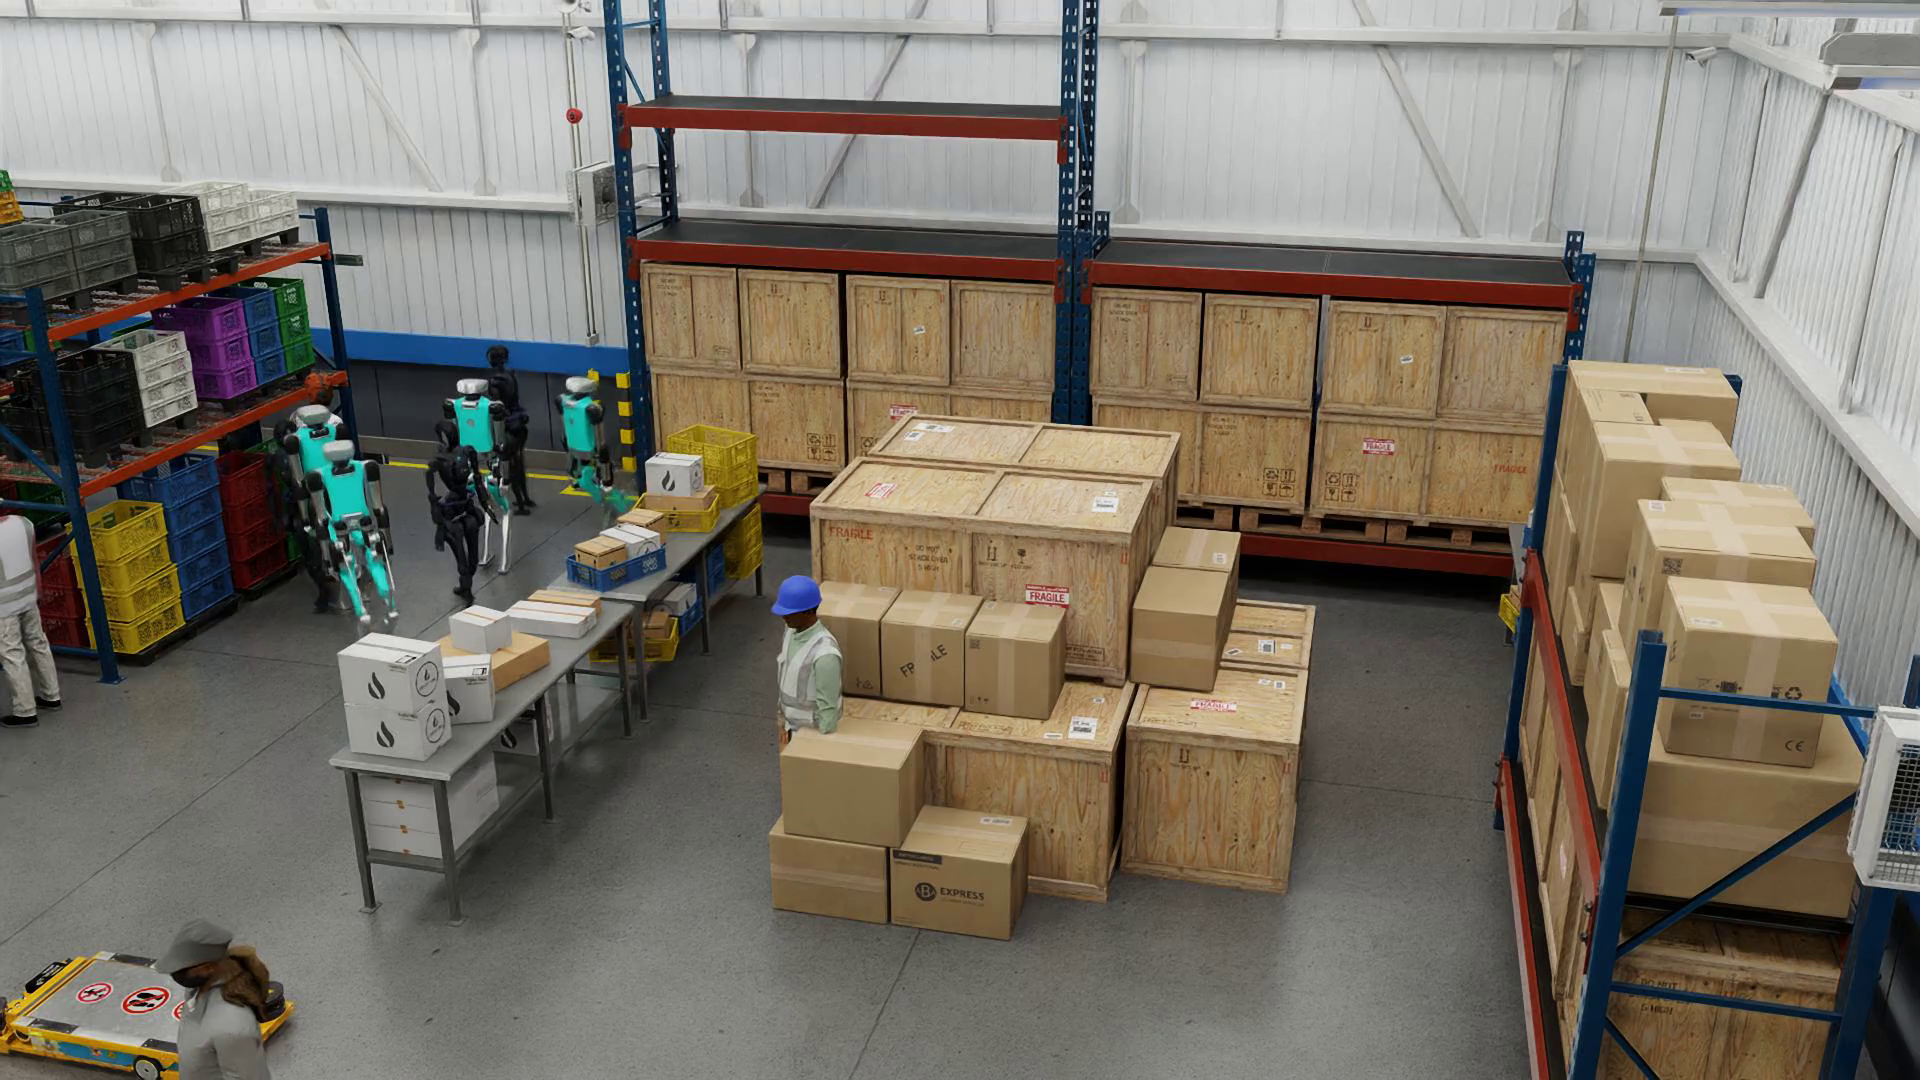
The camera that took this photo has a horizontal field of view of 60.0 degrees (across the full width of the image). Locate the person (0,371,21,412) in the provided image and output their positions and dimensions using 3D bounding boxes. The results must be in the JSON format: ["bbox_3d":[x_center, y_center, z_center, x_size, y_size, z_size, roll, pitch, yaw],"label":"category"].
[{"bbox_3d":[-9.510,-1.399,16.503,0.431,1.844,0.622,-2,21,-5],"label":"person"}]

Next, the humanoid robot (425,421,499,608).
[{"bbox_3d":[-4.059,-0.196,13.629,0.612,1.646,0.617,13,24,30],"label":"humanoid robot"}]

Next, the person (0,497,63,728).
[{"bbox_3d":[-6.709,0.442,11.697,0.404,1.832,0.591,5,21,13],"label":"person"}]

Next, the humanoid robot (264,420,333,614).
[{"bbox_3d":[-5.358,-0.213,13.637,0.599,1.634,0.496,2,21,6],"label":"humanoid robot"}]

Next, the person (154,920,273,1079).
[{"bbox_3d":[-2.980,2.324,6.863,0.401,1.768,0.574,-13,25,-31],"label":"person"}]

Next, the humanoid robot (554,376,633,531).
[{"bbox_3d":[-3.125,-0.587,14.573,0.545,1.830,0.657,14,25,33],"label":"humanoid robot"}]

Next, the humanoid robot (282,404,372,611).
[{"bbox_3d":[-4.986,-0.228,13.398,0.735,1.677,0.533,18,27,39],"label":"humanoid robot"}]

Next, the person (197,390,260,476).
[{"bbox_3d":[-7.081,-1.346,16.084,0.604,2.045,0.384,-8,22,-20],"label":"person"}]

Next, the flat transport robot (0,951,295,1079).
[{"bbox_3d":[-4.270,2.464,8.601,1.431,0.231,0.659,5,22,13],"label":"flat transport robot"}]

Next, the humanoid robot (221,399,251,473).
[{"bbox_3d":[-6.907,-1.066,15.878,0.443,1.668,0.602,-13,24,-30],"label":"humanoid robot"}]

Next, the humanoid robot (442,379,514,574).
[{"bbox_3d":[-4.114,-0.612,14.526,0.544,1.756,0.679,2,21,4],"label":"humanoid robot"}]

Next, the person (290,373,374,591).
[{"bbox_3d":[-5.322,-0.486,14.053,0.572,1.886,0.354,10,23,25],"label":"person"}]

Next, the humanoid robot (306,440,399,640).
[{"bbox_3d":[-4.482,0.224,12.487,0.542,1.852,0.878,-11,23,-26],"label":"humanoid robot"}]

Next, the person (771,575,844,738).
[{"bbox_3d":[-0.891,1.100,9.835,0.411,1.939,0.602,-10,23,-24],"label":"person"}]

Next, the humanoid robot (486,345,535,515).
[{"bbox_3d":[-4.276,-1.042,15.812,0.318,1.658,0.612,2,21,4],"label":"humanoid robot"}]
